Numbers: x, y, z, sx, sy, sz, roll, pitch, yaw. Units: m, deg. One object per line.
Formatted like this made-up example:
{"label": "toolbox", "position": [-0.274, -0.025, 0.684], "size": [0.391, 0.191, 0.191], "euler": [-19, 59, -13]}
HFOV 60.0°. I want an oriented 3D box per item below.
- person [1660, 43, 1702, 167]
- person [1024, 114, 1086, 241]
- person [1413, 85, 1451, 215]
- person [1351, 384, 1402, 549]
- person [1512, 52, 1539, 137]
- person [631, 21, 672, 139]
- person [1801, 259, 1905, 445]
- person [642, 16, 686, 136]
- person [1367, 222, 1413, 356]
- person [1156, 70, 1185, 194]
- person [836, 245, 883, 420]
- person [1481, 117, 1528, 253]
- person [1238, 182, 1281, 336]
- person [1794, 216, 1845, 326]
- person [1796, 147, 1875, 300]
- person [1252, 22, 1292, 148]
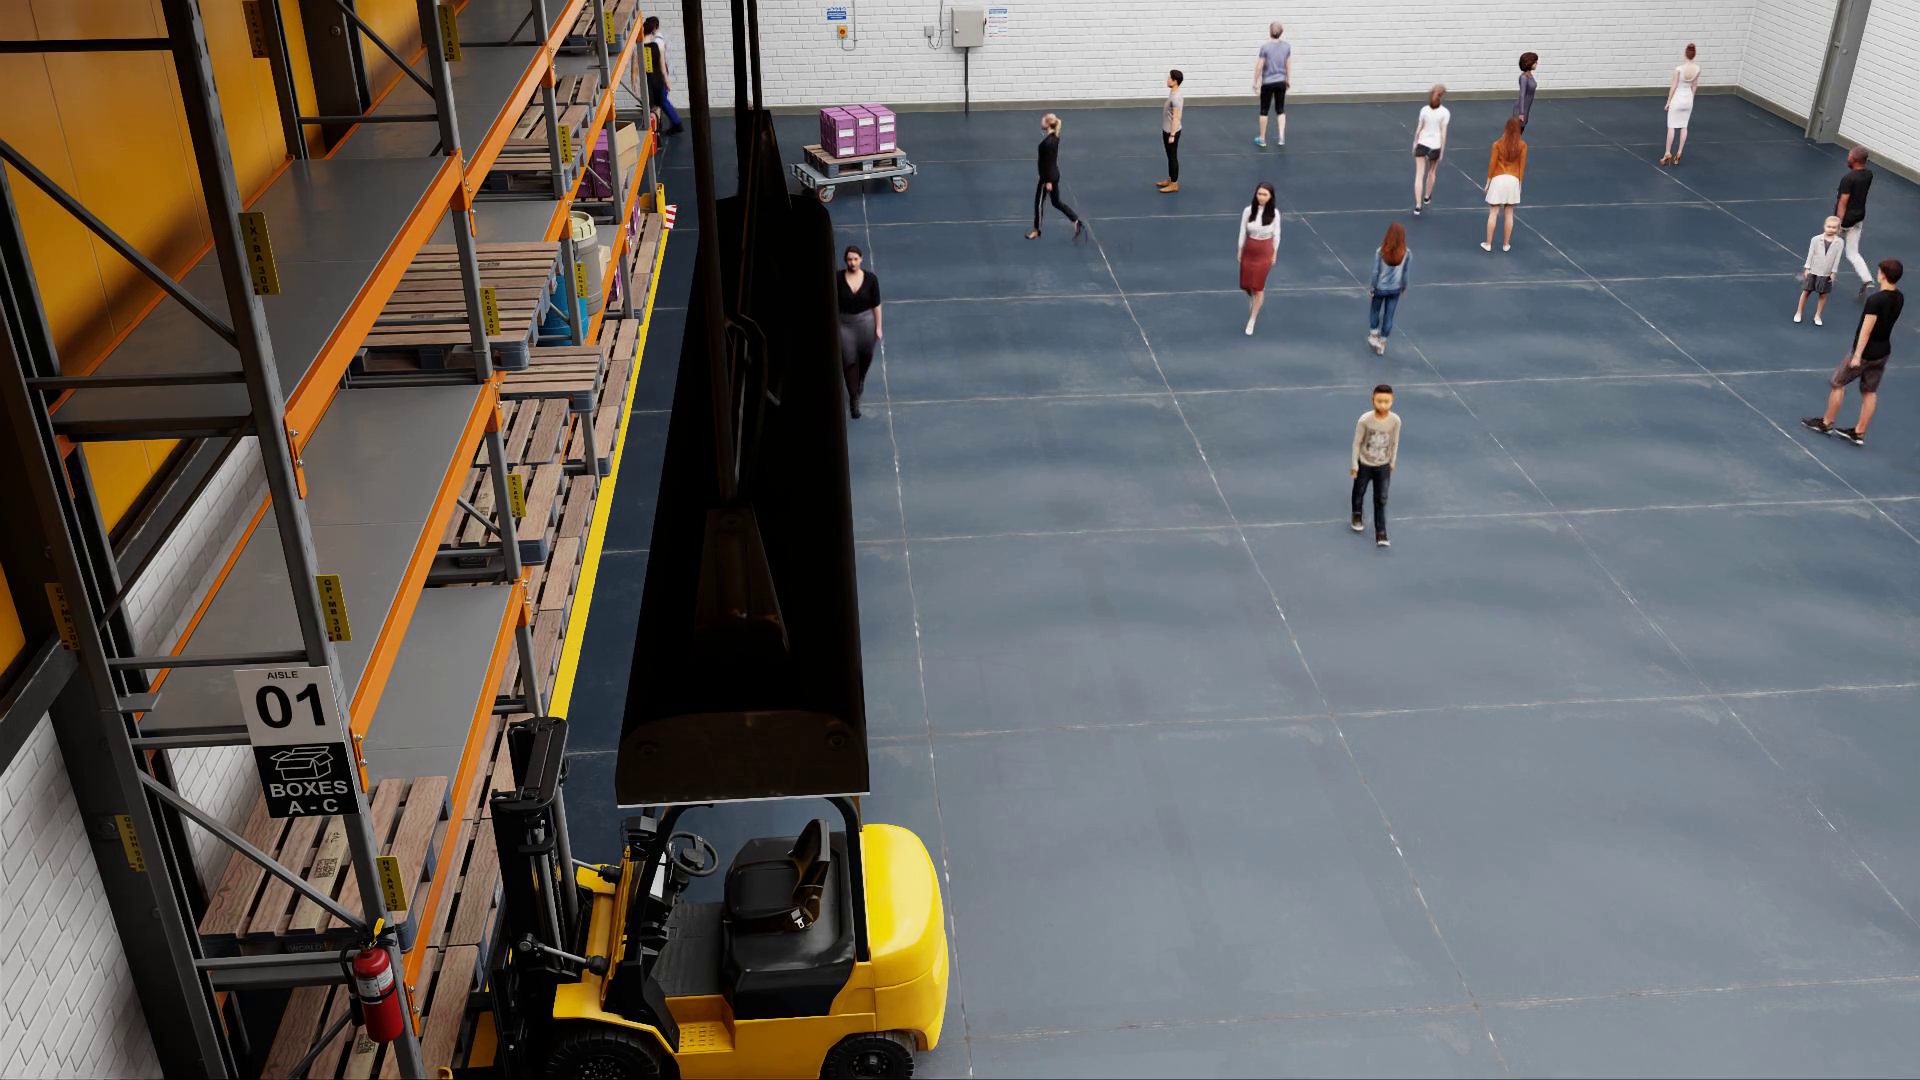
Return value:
{"label": "person", "position": [10.740, -6.482, 24.774], "size": [0.572, 1.800, 0.470], "euler": [-2, 29, -3]}
{"label": "person", "position": [1.250, -4.656, 21.551], "size": [0.959, 1.682, 1.081], "euler": [9, 30, 16]}
{"label": "person", "position": [6.369, -5.273, 22.660], "size": [0.893, 1.703, 1.211], "euler": [9, 30, 16]}
{"label": "person", "position": [3.595, -0.690, 14.547], "size": [0.665, 1.427, 1.017], "euler": [1, 29, 2]}
{"label": "person", "position": [8.311, -6.349, 24.625], "size": [0.721, 1.711, 0.626], "euler": [15, 32, 25]}
{"label": "person", "position": [-4.729, -6.990, 25.664], "size": [0.979, 1.842, 1.155], "euler": [-15, 32, -25]}
{"label": "person", "position": [8.897, -1.794, 16.130], "size": [0.897, 1.848, 0.982], "euler": [-15, 32, -25]}
{"label": "person", "position": [-4.679, -7.320, 26.280], "size": [0.686, 1.829, 0.866], "euler": [-2, 29, -3]}
{"label": "person", "position": [4.707, -2.734, 18.257], "size": [0.632, 1.462, 0.702], "euler": [3, 29, 5]}
{"label": "person", "position": [3.029, -5.832, 23.663], "size": [0.693, 1.724, 0.515], "euler": [2, 29, 3]}
{"label": "person", "position": [-1.050, -2.173, 16.962], "size": [0.681, 1.718, 1.055], "euler": [-3, 29, -6]}
{"label": "person", "position": [6.989, -4.561, 21.336], "size": [0.662, 1.722, 0.648], "euler": [5, 29, 8]}
{"label": "person", "position": [3.383, -3.215, 18.849], "size": [0.804, 1.740, 0.908], "euler": [12, 31, 20]}
{"label": "person", "position": [9.918, -3.115, 19.152], "size": [0.594, 1.273, 0.639], "euler": [14, 31, 23]}
{"label": "person", "position": [10.626, -3.744, 19.784], "size": [0.990, 1.773, 1.310], "euler": [-13, 31, -22]}
{"label": "person", "position": [4.843, -7.016, 25.671], "size": [0.710, 1.879, 0.651], "euler": [-3, 29, -5]}
